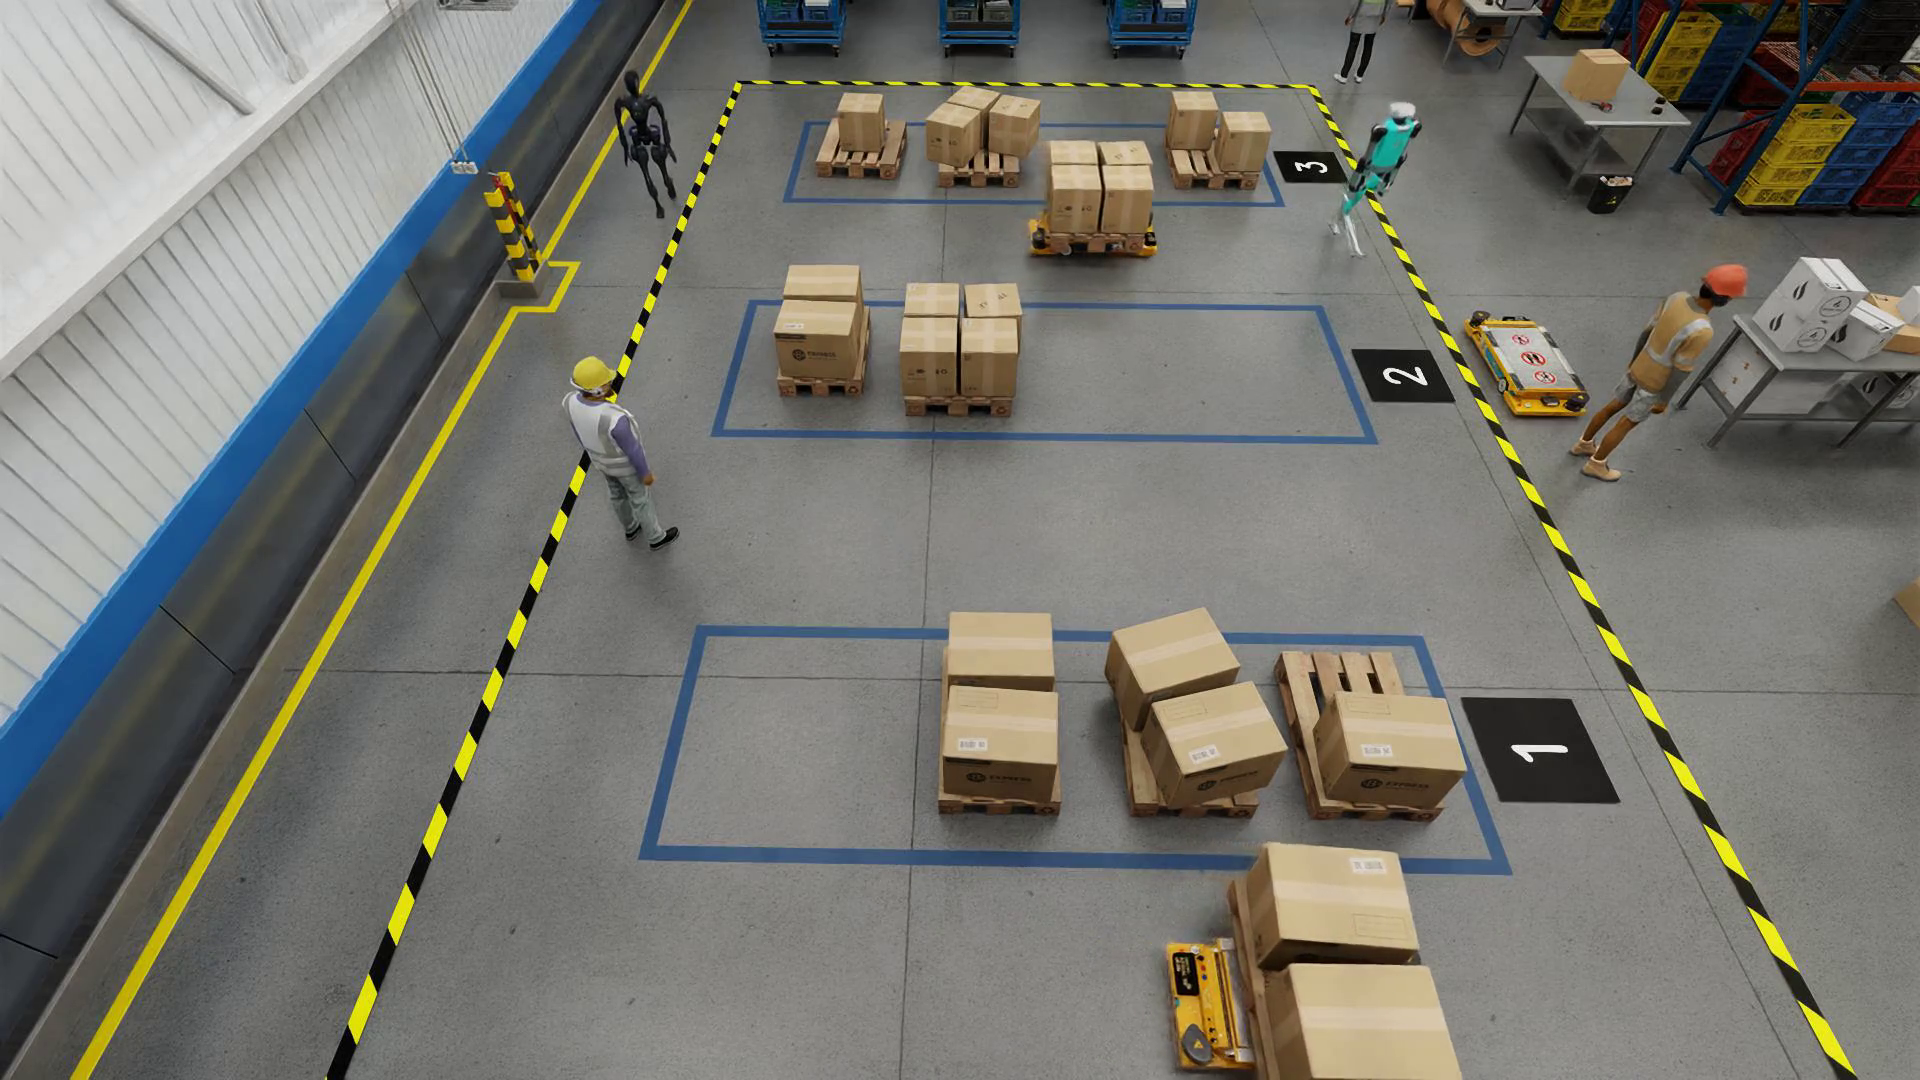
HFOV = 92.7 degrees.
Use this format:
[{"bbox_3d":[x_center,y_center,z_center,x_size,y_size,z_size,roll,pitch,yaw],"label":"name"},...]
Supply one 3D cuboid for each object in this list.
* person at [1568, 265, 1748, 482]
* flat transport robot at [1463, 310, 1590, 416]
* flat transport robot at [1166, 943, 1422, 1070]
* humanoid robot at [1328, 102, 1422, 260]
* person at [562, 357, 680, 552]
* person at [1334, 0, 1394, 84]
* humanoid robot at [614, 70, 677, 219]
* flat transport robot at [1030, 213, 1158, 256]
[{"bbox_3d":[5.724,-1.351,7.532,0.383,2.039,0.615,4,49,3],"label":"person"},{"bbox_3d":[5.573,-1.757,9.054,0.659,0.231,1.431,1,49,1],"label":"flat transport robot"},{"bbox_3d":[1.948,2.644,5.227,1.431,0.197,0.652,1,49,1],"label":"flat transport robot"},{"bbox_3d":[4.421,-3.995,10.037,0.533,1.735,1.048,-11,50,-9],"label":"humanoid robot"},{"bbox_3d":[-2.614,-0.637,7.051,0.599,1.827,0.404,23,53,19],"label":"person"},{"bbox_3d":[5.752,-7.426,12.924,0.586,1.838,0.389,-1,49,-1],"label":"person"},{"bbox_3d":[-3.609,-4.592,10.576,0.591,1.639,0.510,-8,50,-7],"label":"humanoid robot"},{"bbox_3d":[1.534,-3.562,10.598,1.431,0.197,0.652,1,49,1],"label":"flat transport robot"}]
